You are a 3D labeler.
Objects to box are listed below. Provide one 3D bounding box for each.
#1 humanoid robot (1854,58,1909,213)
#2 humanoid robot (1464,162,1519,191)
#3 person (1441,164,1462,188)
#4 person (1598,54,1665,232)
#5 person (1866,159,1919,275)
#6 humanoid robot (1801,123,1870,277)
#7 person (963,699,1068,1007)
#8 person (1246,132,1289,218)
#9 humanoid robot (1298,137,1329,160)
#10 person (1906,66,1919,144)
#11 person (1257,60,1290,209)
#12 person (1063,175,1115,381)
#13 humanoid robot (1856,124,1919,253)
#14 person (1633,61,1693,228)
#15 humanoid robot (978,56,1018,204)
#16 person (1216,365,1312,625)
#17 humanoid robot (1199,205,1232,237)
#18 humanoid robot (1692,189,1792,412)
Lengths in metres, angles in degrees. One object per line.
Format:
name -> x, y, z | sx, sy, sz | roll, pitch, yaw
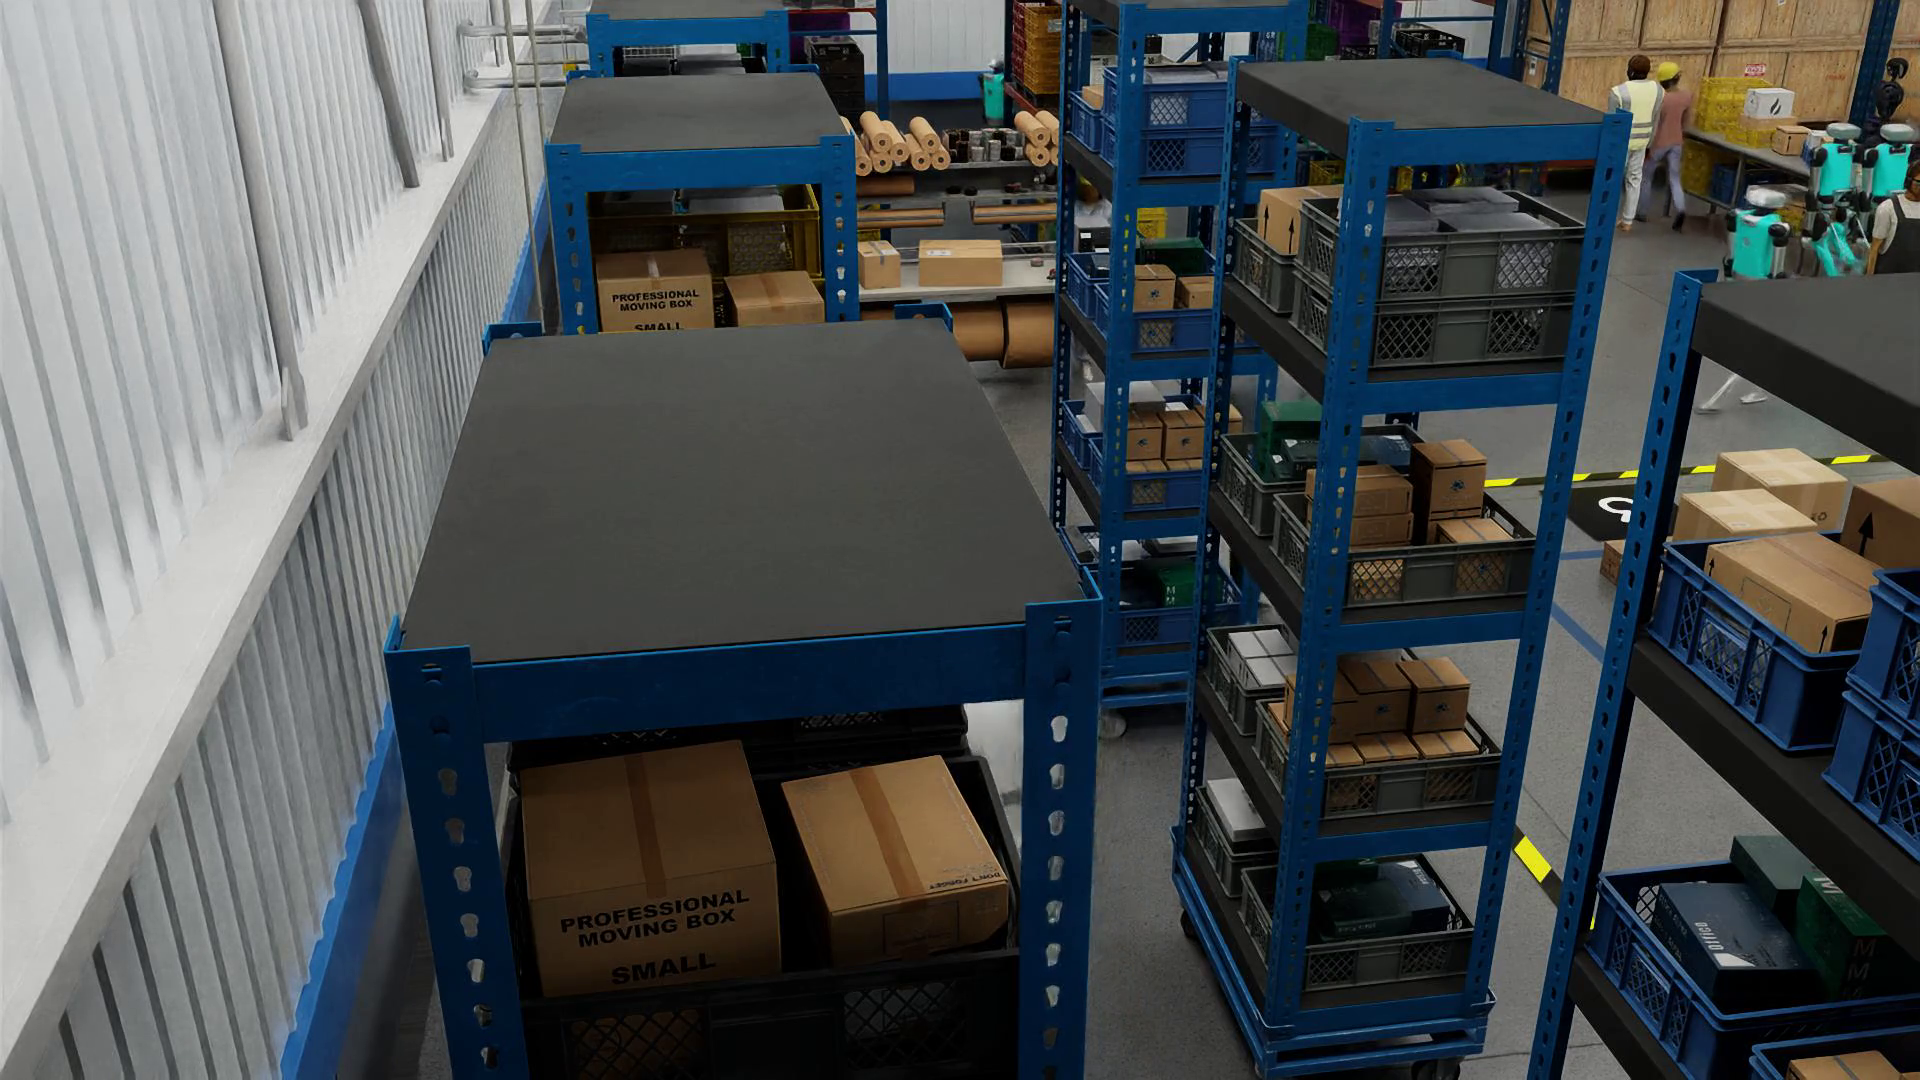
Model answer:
humanoid robot -> 10.092, -4.441, 18.249 | 0.315, 1.657, 0.599 | 15, 29, 30
humanoid robot -> 5.107, -3.397, 16.009 | 0.609, 1.643, 0.426 | -5, 25, -11
person -> 3.776, -2.130, 13.075 | 0.929, 1.817, 0.540 | -4, 25, -8
person -> 6.957, -4.126, 17.386 | 0.624, 1.843, 0.429 | -5, 25, -12
person -> 7.202, -2.015, 12.808 | 0.500, 1.840, 0.347 | -4, 25, -8
humanoid robot -> 7.556, -2.631, 14.245 | 0.530, 1.769, 0.708 | -9, 26, -20
person -> 0.187, 1.056, 6.168 | 0.578, 1.799, 0.937 | -6, 25, -12
person -> 2.934, -3.587, 16.187 | 0.531, 1.864, 0.309 | -4, 25, -9
humanoid robot -> 3.983, -4.459, 18.290 | 0.671, 1.835, 0.532 | -3, 25, -6
person -> 10.988, -4.800, 18.770 | 0.679, 1.905, 0.535 | 2, 25, 5
person -> 3.396, -4.586, 18.333 | 0.619, 1.893, 0.386 | -14, 28, -28
person -> 1.019, -2.204, 13.359 | 0.488, 1.717, 0.740 | -5, 25, -10
humanoid robot -> 8.046, -2.659, 14.309 | 0.560, 1.720, 1.014 | -6, 25, -12
person -> 7.497, -4.185, 17.645 | 0.542, 1.737, 0.747 | -4, 25, -10
humanoid robot -> 0.560, -4.259, 17.902 | 0.669, 1.882, 0.554 | -18, 30, -34
person -> 1.630, -0.389, 9.272 | 0.598, 1.837, 0.494 | -5, 25, -12
humanoid robot -> 2.697, -4.094, 17.523 | 0.534, 1.762, 1.064 | -9, 26, -18
humanoid robot -> 5.995, -1.747, 12.342 | 0.858, 1.765, 0.530 | -10, 27, -21
